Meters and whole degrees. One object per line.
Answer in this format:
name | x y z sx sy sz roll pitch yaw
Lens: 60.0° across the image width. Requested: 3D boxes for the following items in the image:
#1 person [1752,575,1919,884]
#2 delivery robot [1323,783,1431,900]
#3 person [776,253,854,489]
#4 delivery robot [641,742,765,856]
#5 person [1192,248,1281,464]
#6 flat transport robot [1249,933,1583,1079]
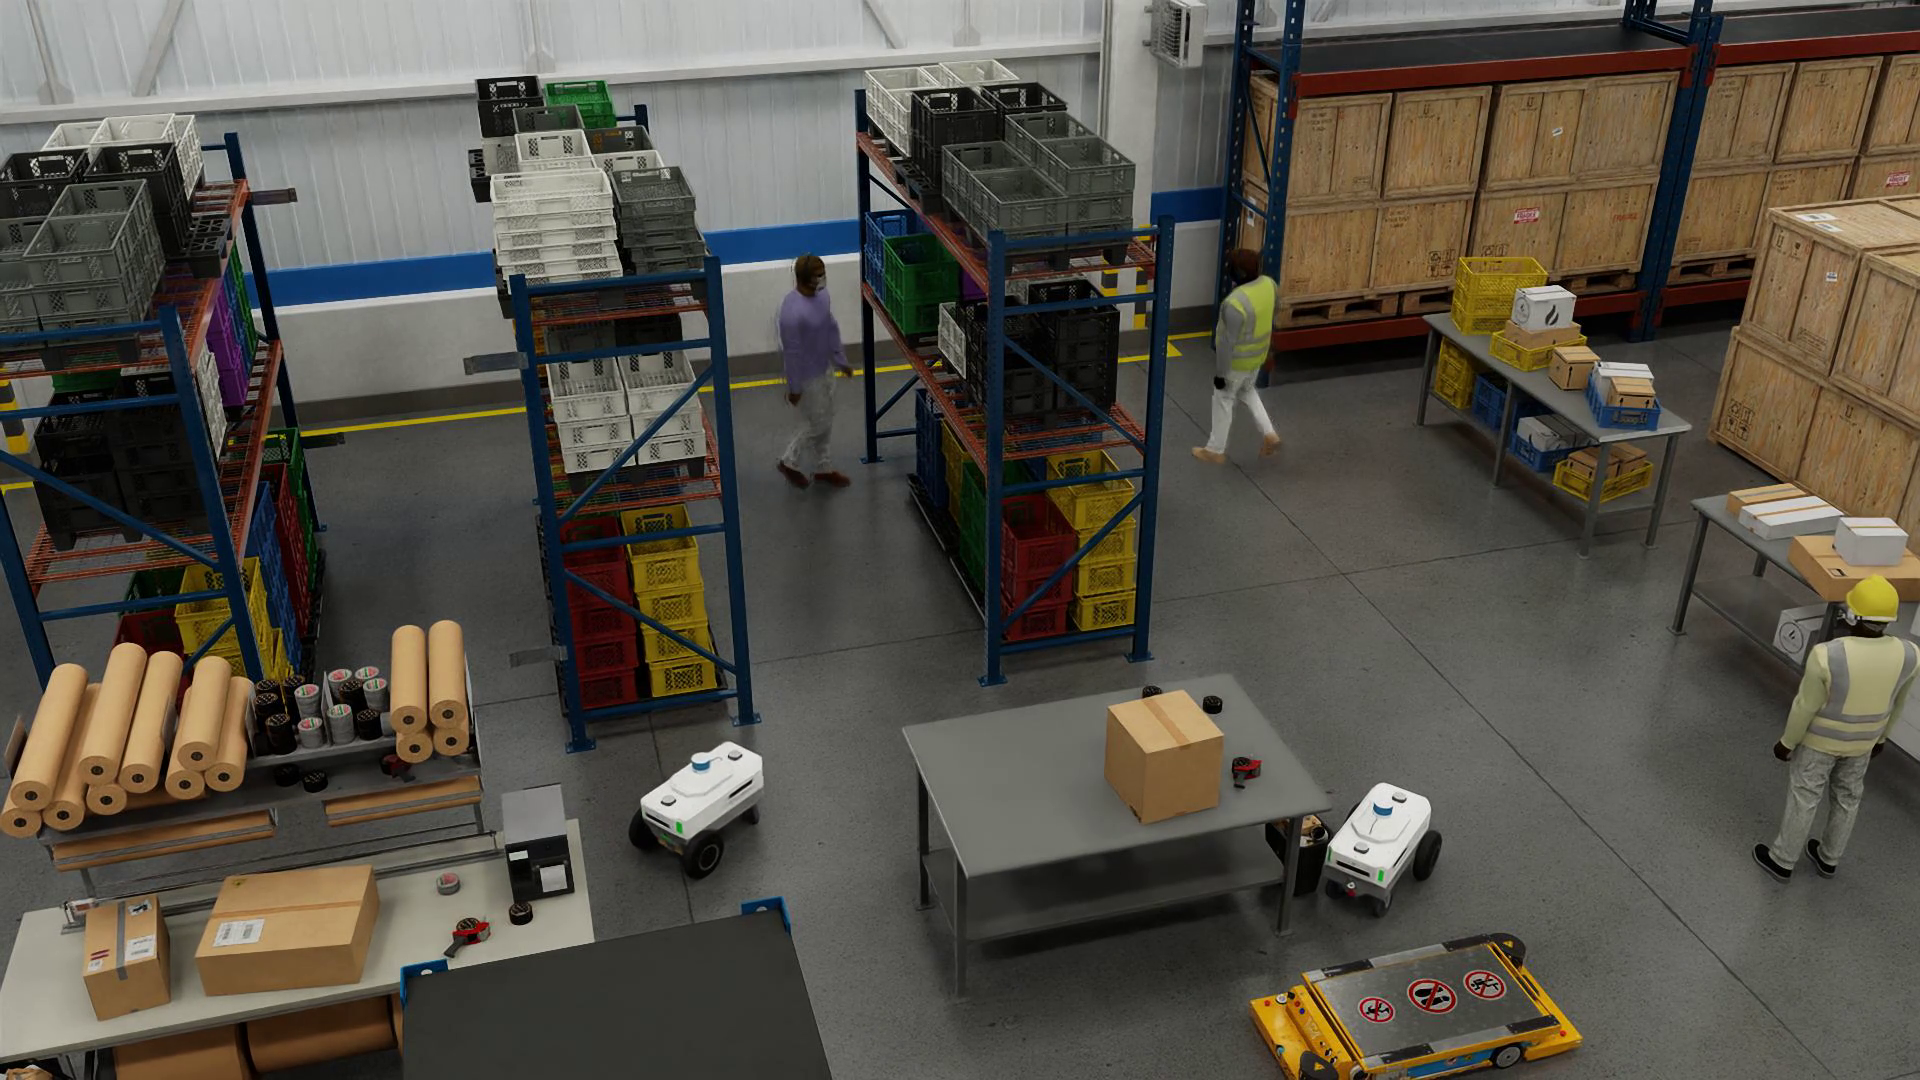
person | 4.575 1.001 8.700 0.589 1.834 0.403 -2 29 -4
delivery robot | 2.228 1.589 8.856 0.477 0.478 0.707 19 34 30
person | -1.105 -1.275 12.750 0.475 1.922 0.648 9 30 16
delivery robot | -1.415 1.399 9.201 0.477 0.478 0.707 20 34 32
person | 2.228 -1.429 13.126 0.636 1.827 0.668 23 37 36
flat transport robot | 2.184 2.282 7.980 1.431 0.197 0.652 -8 30 -14
